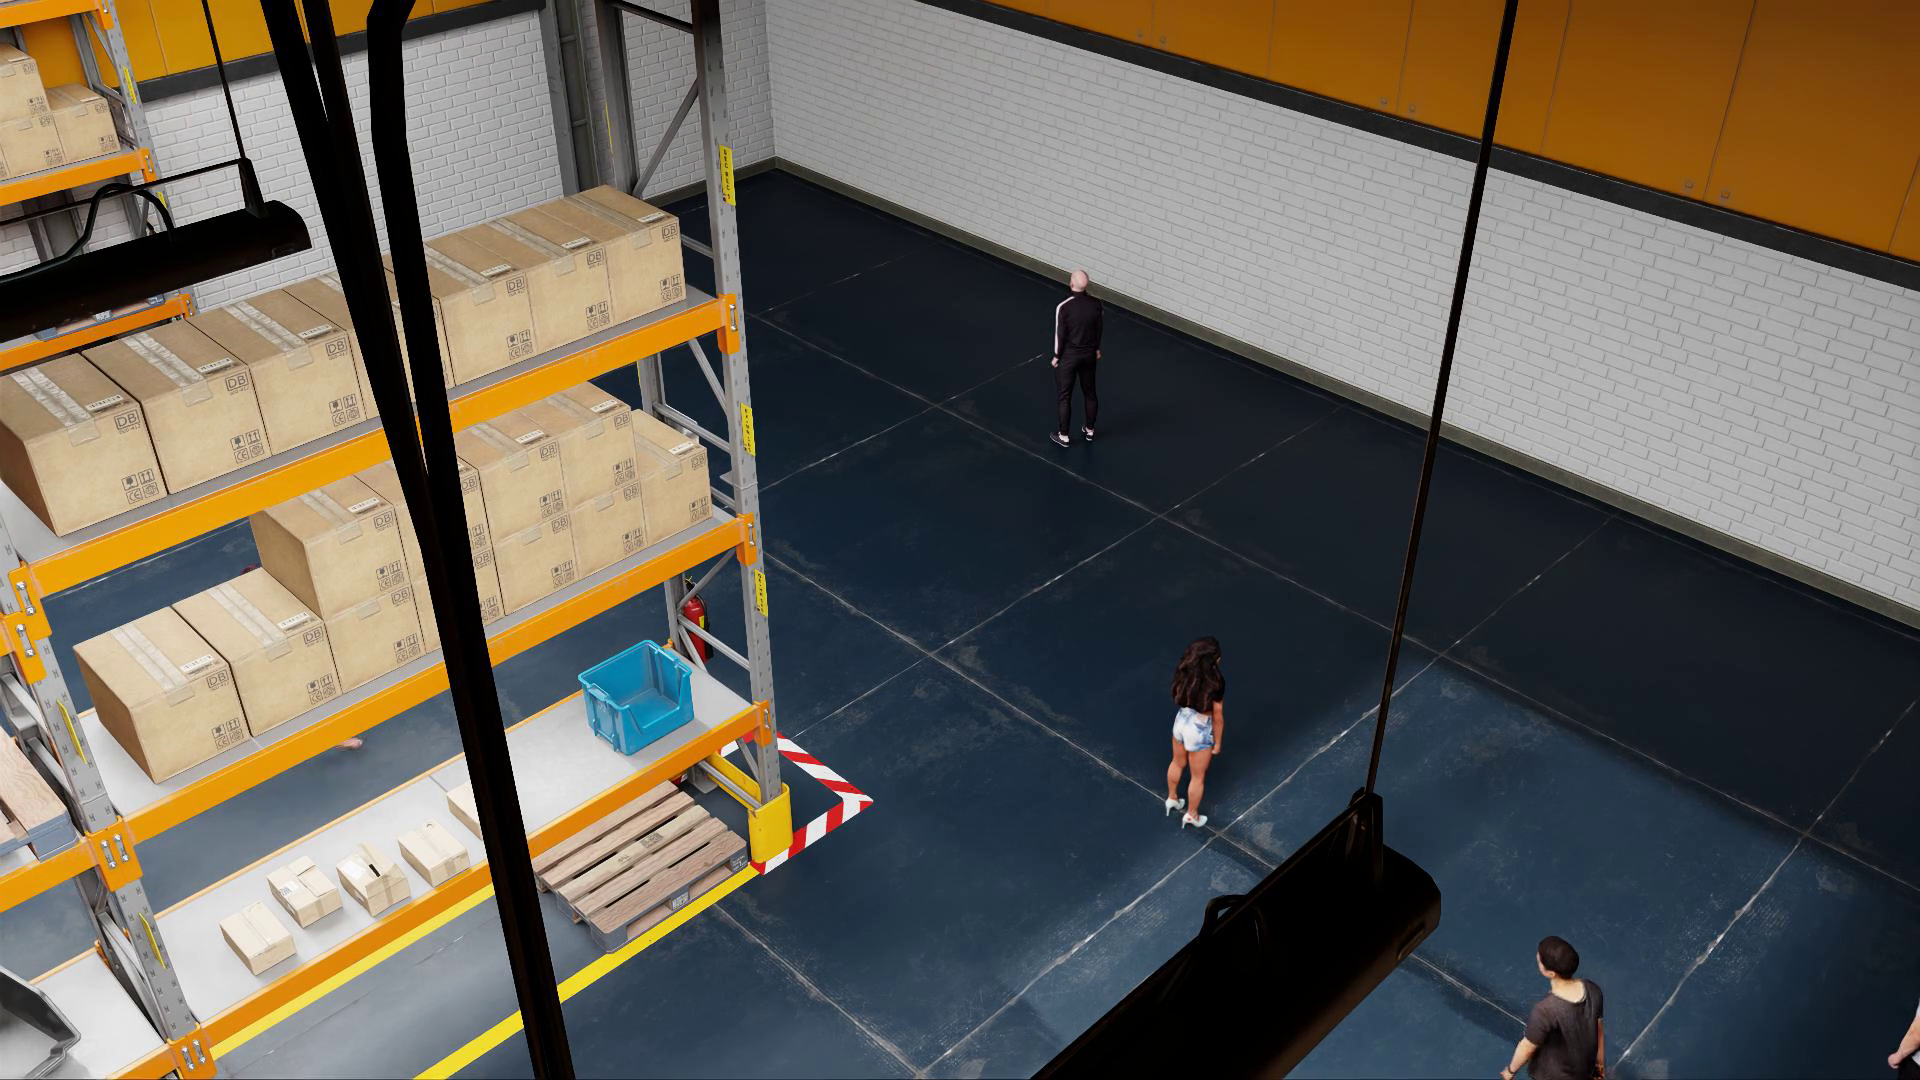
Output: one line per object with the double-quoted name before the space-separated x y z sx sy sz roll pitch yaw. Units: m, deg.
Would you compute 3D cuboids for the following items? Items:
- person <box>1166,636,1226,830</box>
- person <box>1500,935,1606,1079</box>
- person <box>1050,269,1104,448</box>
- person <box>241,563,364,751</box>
"person" 1.651 1.357 11.702 0.595 1.620 0.577 -23 40 -30
"person" 3.419 2.975 9.237 0.980 1.654 0.800 -16 37 -23
"person" 1.148 -1.776 16.219 0.651 1.837 0.808 -14 36 -19
"person" -5.090 0.944 12.185 1.045 1.772 0.867 -13 36 -19
